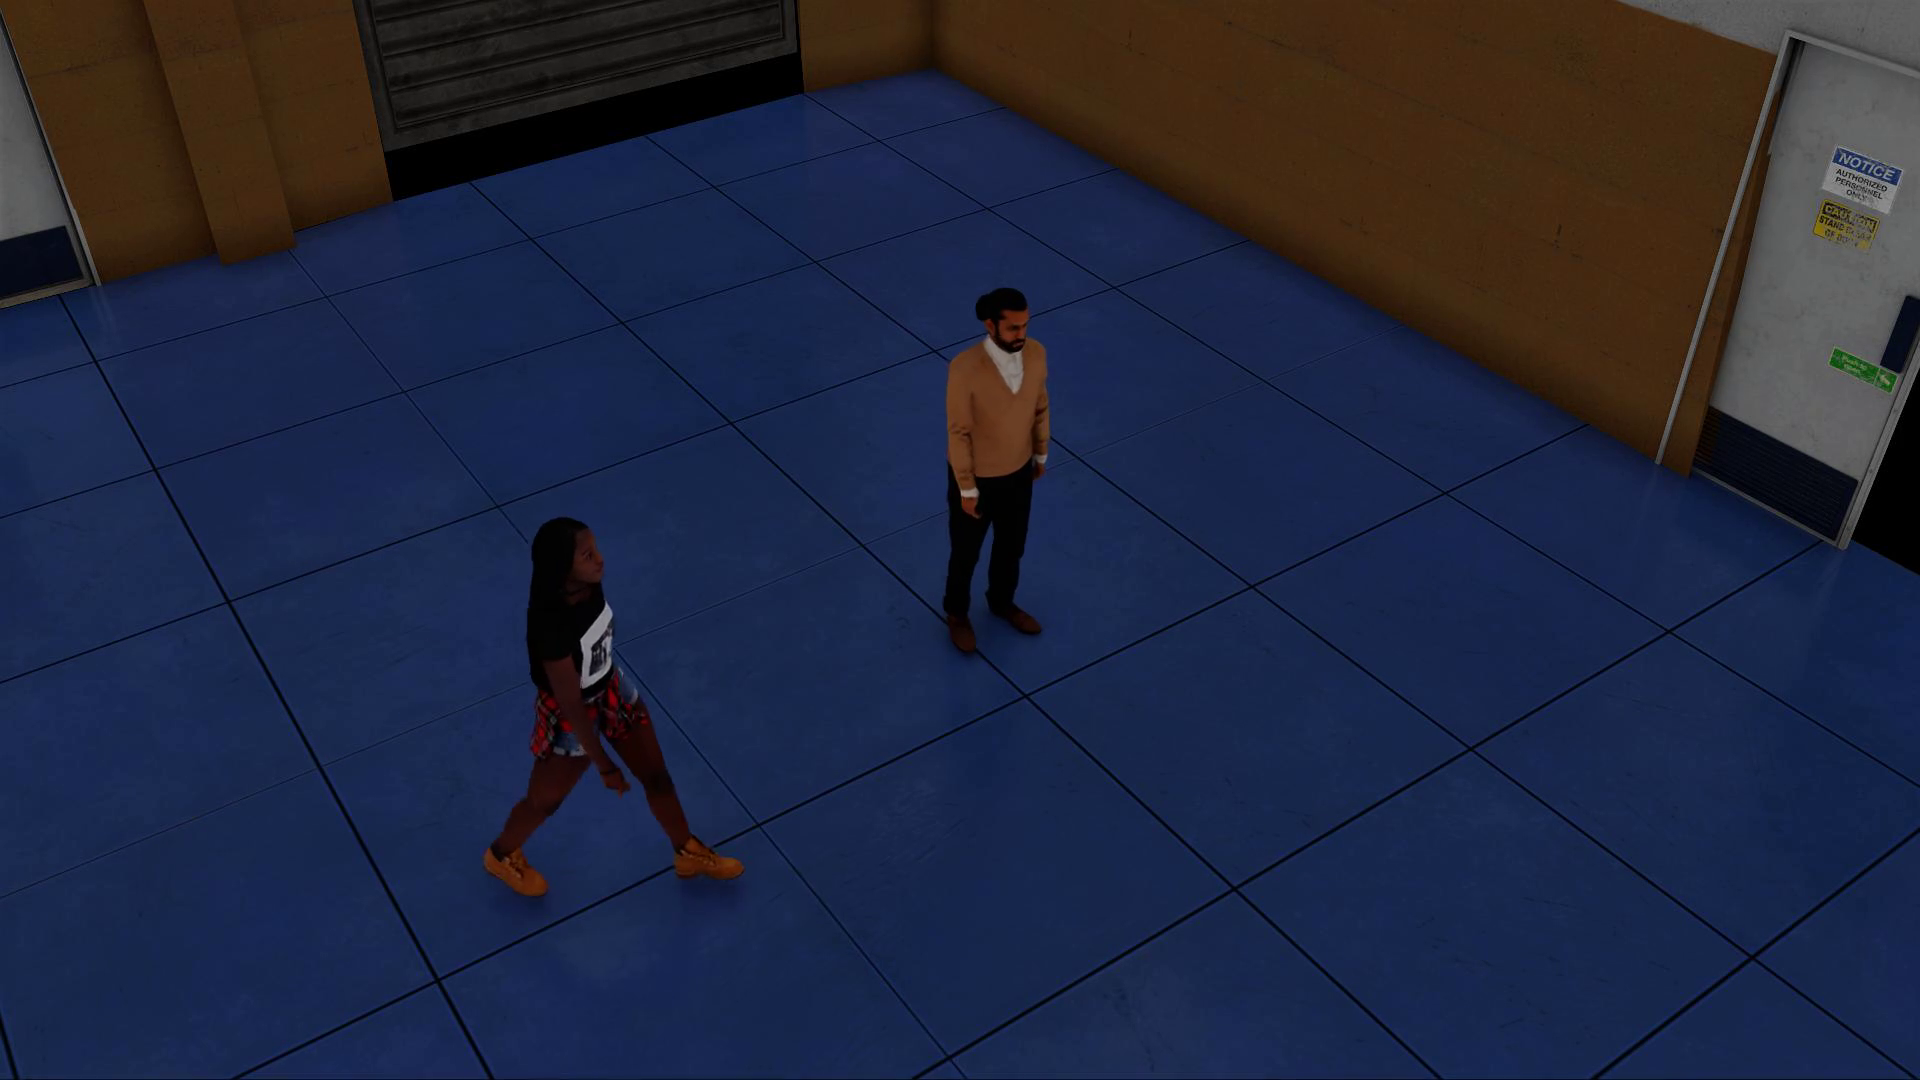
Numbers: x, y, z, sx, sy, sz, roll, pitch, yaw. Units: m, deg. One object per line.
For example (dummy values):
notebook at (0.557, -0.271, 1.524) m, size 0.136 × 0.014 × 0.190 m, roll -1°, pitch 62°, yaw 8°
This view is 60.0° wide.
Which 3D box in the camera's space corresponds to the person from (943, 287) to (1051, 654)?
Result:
person at (0.132, -0.298, 7.090) m, size 0.506 × 1.747 × 0.726 m, roll -21°, pitch 42°, yaw -26°

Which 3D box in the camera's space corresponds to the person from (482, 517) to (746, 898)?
person at (-1.413, 0.666, 5.859) m, size 1.209 × 1.682 × 1.153 m, roll 6°, pitch 37°, yaw 8°
